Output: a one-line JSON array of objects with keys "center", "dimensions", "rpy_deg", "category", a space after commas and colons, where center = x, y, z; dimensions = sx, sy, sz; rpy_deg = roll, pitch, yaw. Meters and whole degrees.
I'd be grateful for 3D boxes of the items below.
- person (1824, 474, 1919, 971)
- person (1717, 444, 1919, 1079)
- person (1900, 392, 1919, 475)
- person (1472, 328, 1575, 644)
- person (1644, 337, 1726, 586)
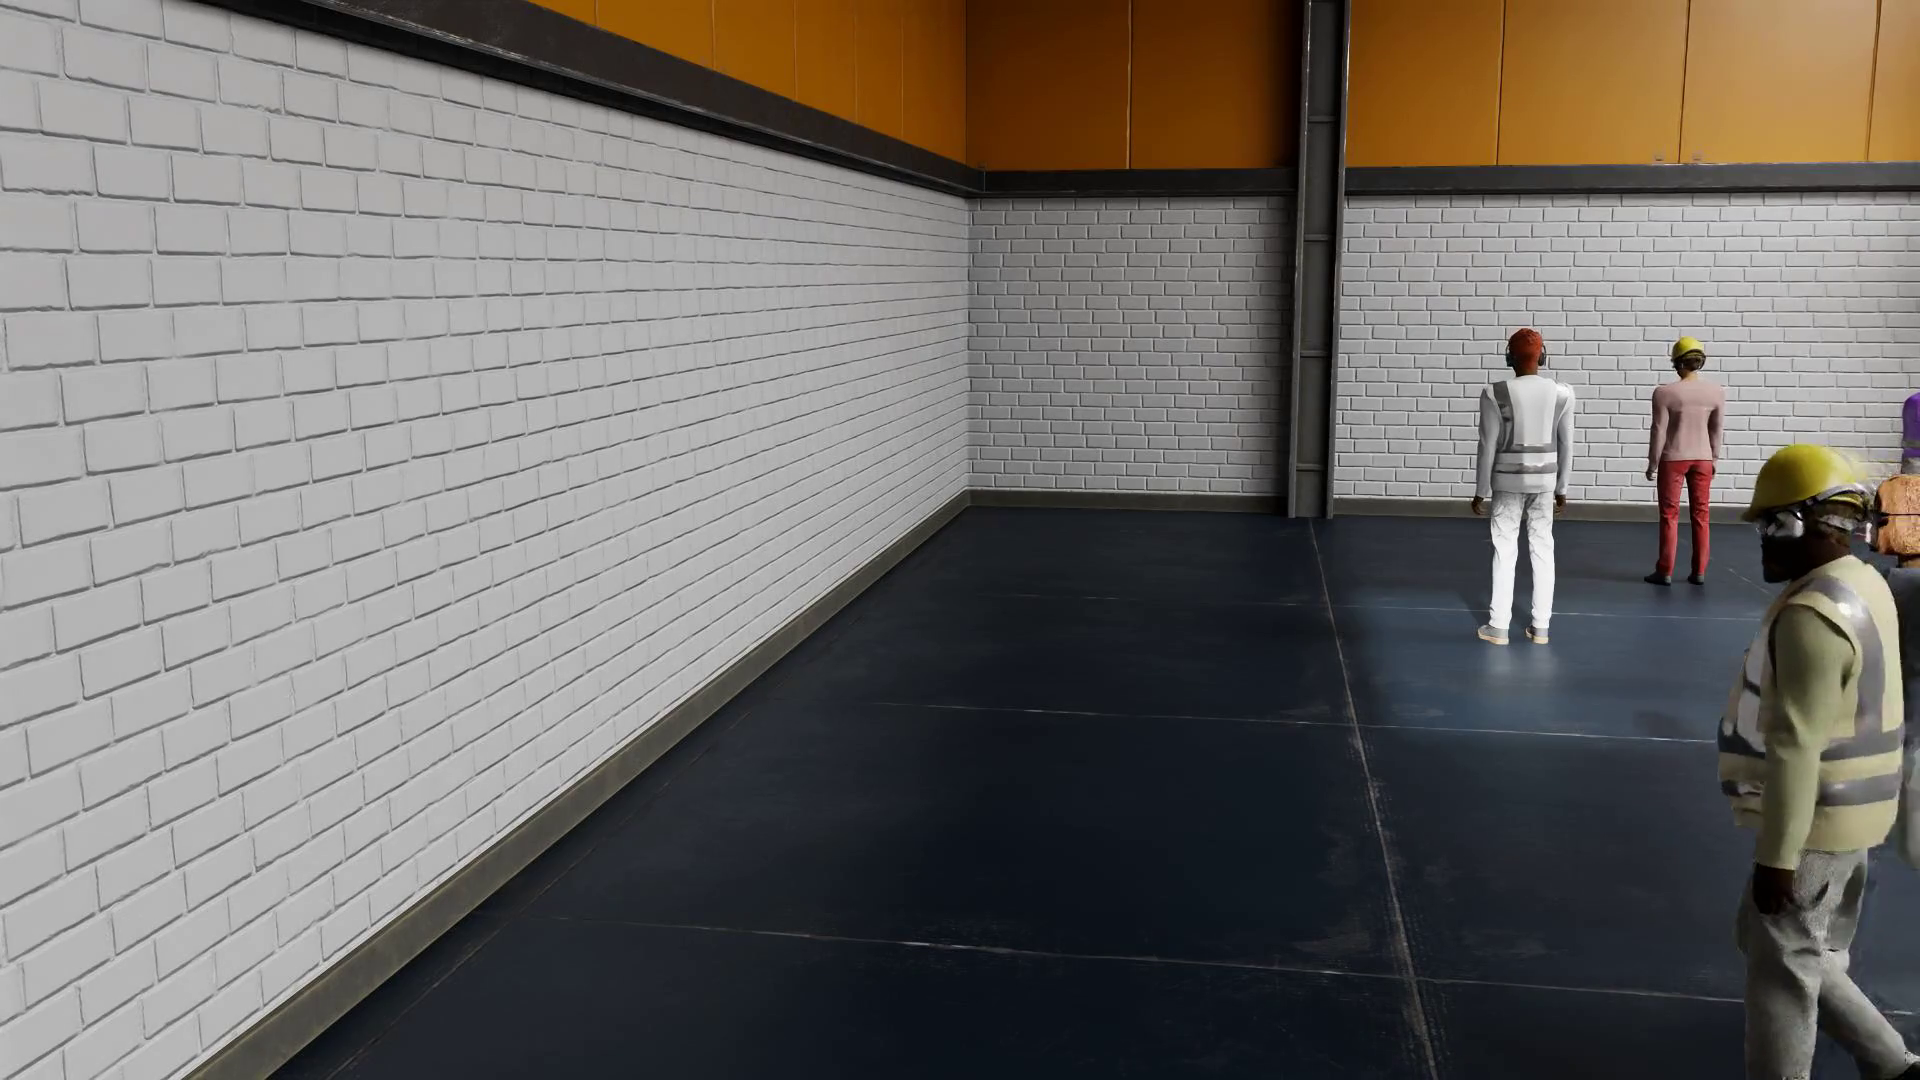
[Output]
[{"center": [2.957, 0.599, 5.100], "dimensions": [0.708, 1.608, 0.502], "rpy_deg": [2, 9, 11], "category": "person"}, {"center": [2.109, 0.674, 4.033], "dimensions": [0.548, 1.799, 0.662], "rpy_deg": [6, 11, 34], "category": "person"}, {"center": [5.324, -0.196, 9.031], "dimensions": [0.548, 1.934, 0.374], "rpy_deg": [0, 9, -3], "category": "person"}, {"center": [3.344, -0.313, 9.901], "dimensions": [0.572, 1.887, 0.356], "rpy_deg": [0, 9, -2], "category": "person"}, {"center": [5.113, -0.550, 11.764], "dimensions": [0.522, 1.764, 0.318], "rpy_deg": [0, 9, -3], "category": "person"}]
